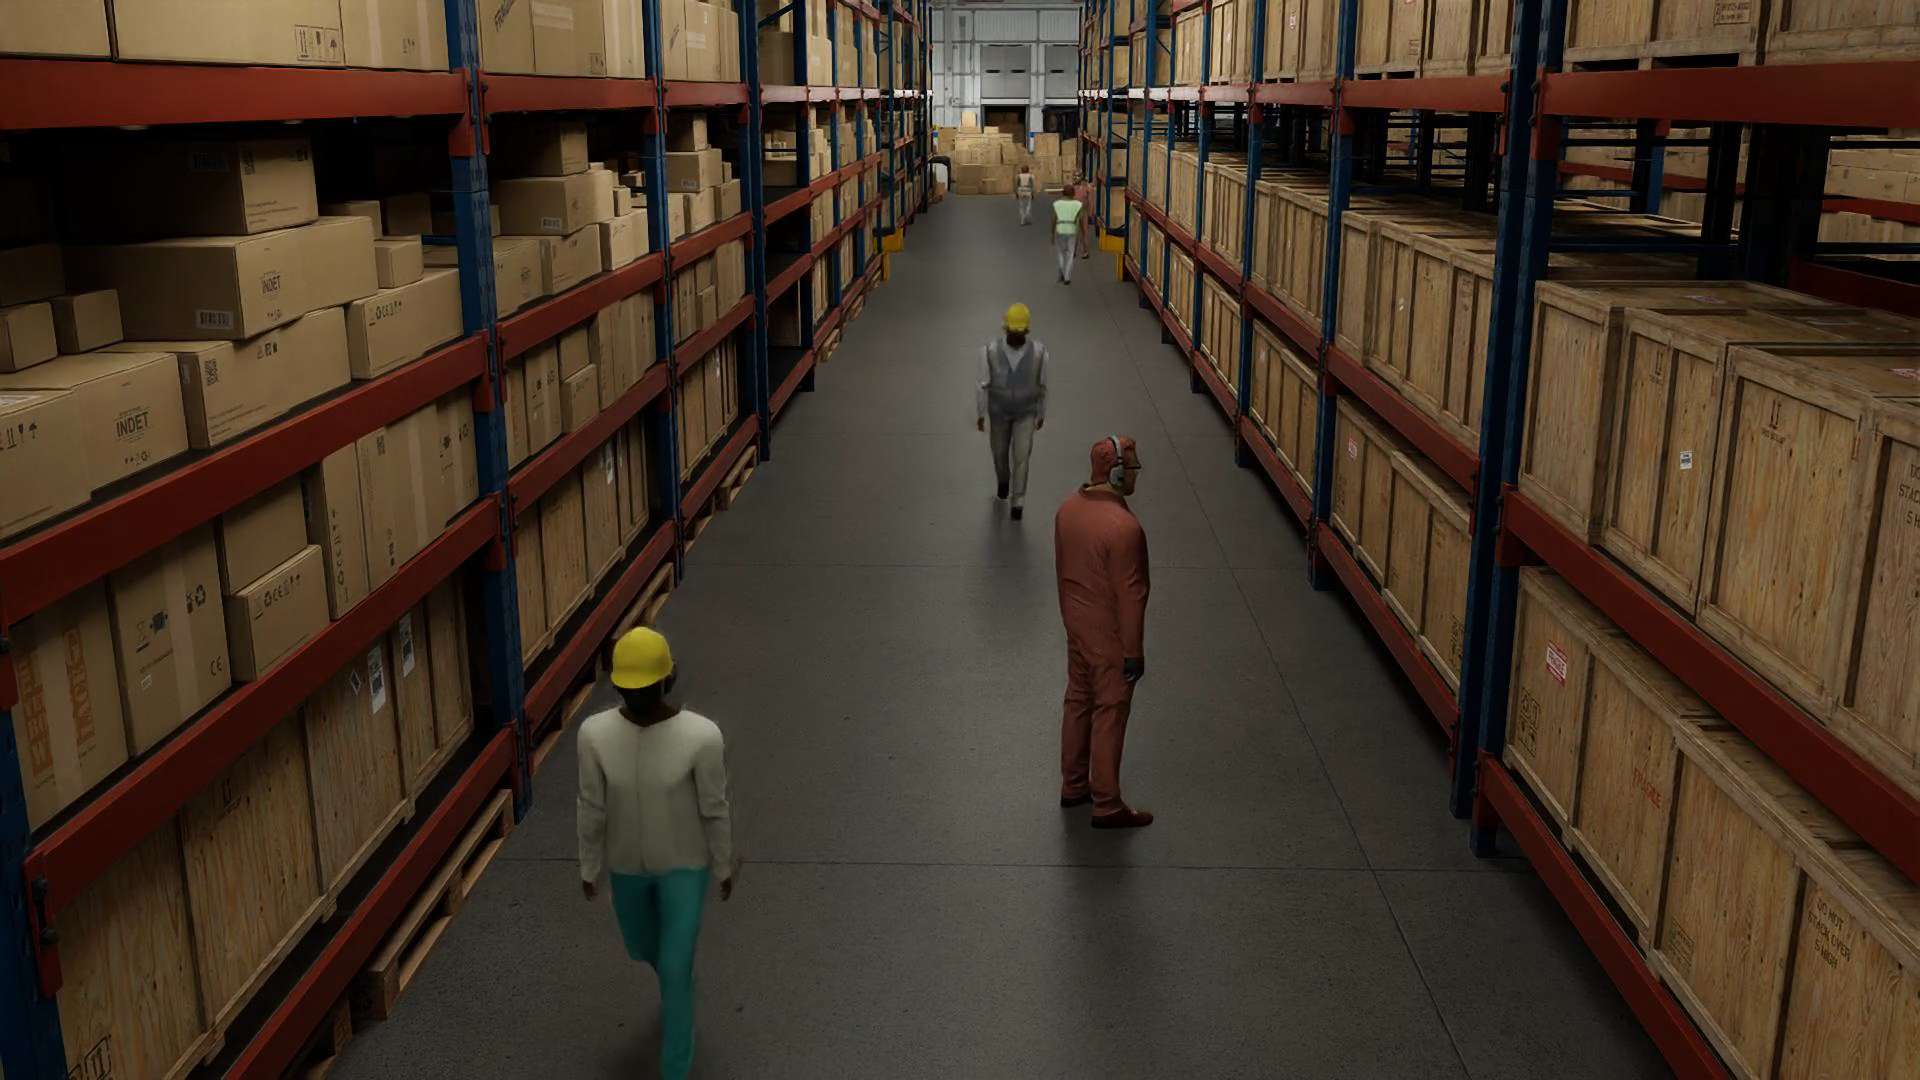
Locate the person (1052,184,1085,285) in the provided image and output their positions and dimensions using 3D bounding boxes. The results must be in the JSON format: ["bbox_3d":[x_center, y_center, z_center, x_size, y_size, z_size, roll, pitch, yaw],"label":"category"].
[{"bbox_3d":[2.039,-5.709,31.038,0.584,1.809,0.884,3,15,12],"label":"person"}]

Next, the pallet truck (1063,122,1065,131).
[{"bbox_3d":[5.788,-21.111,88.014,1.885,1.965,0.823,5,16,18],"label":"pallet truck"}]

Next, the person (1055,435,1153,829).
[{"bbox_3d":[0.716,0.436,8.018,0.401,1.906,0.650,-7,17,-24],"label":"person"}]

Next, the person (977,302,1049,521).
[{"bbox_3d":[0.448,-1.120,14.010,0.586,1.807,0.814,1,15,4],"label":"person"}]

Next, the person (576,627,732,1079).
[{"bbox_3d":[-1.057,1.099,5.884,0.532,1.742,0.790,2,15,7],"label":"person"}]

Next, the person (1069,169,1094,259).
[{"bbox_3d":[2.529,-6.977,35.628,0.642,1.899,0.395,7,17,24],"label":"person"}]

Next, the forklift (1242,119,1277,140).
[{"bbox_3d":[7.745,-9.617,43.573,1.129,2.768,1.873,0,15,2],"label":"forklift"}]

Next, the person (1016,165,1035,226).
[{"bbox_3d":[1.762,-9.286,44.766,0.518,1.596,0.822,2,15,8],"label":"person"}]

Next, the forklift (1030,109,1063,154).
[{"bbox_3d":[3.875,-16.728,70.032,1.129,2.768,1.873,-11,19,-36],"label":"forklift"}]
